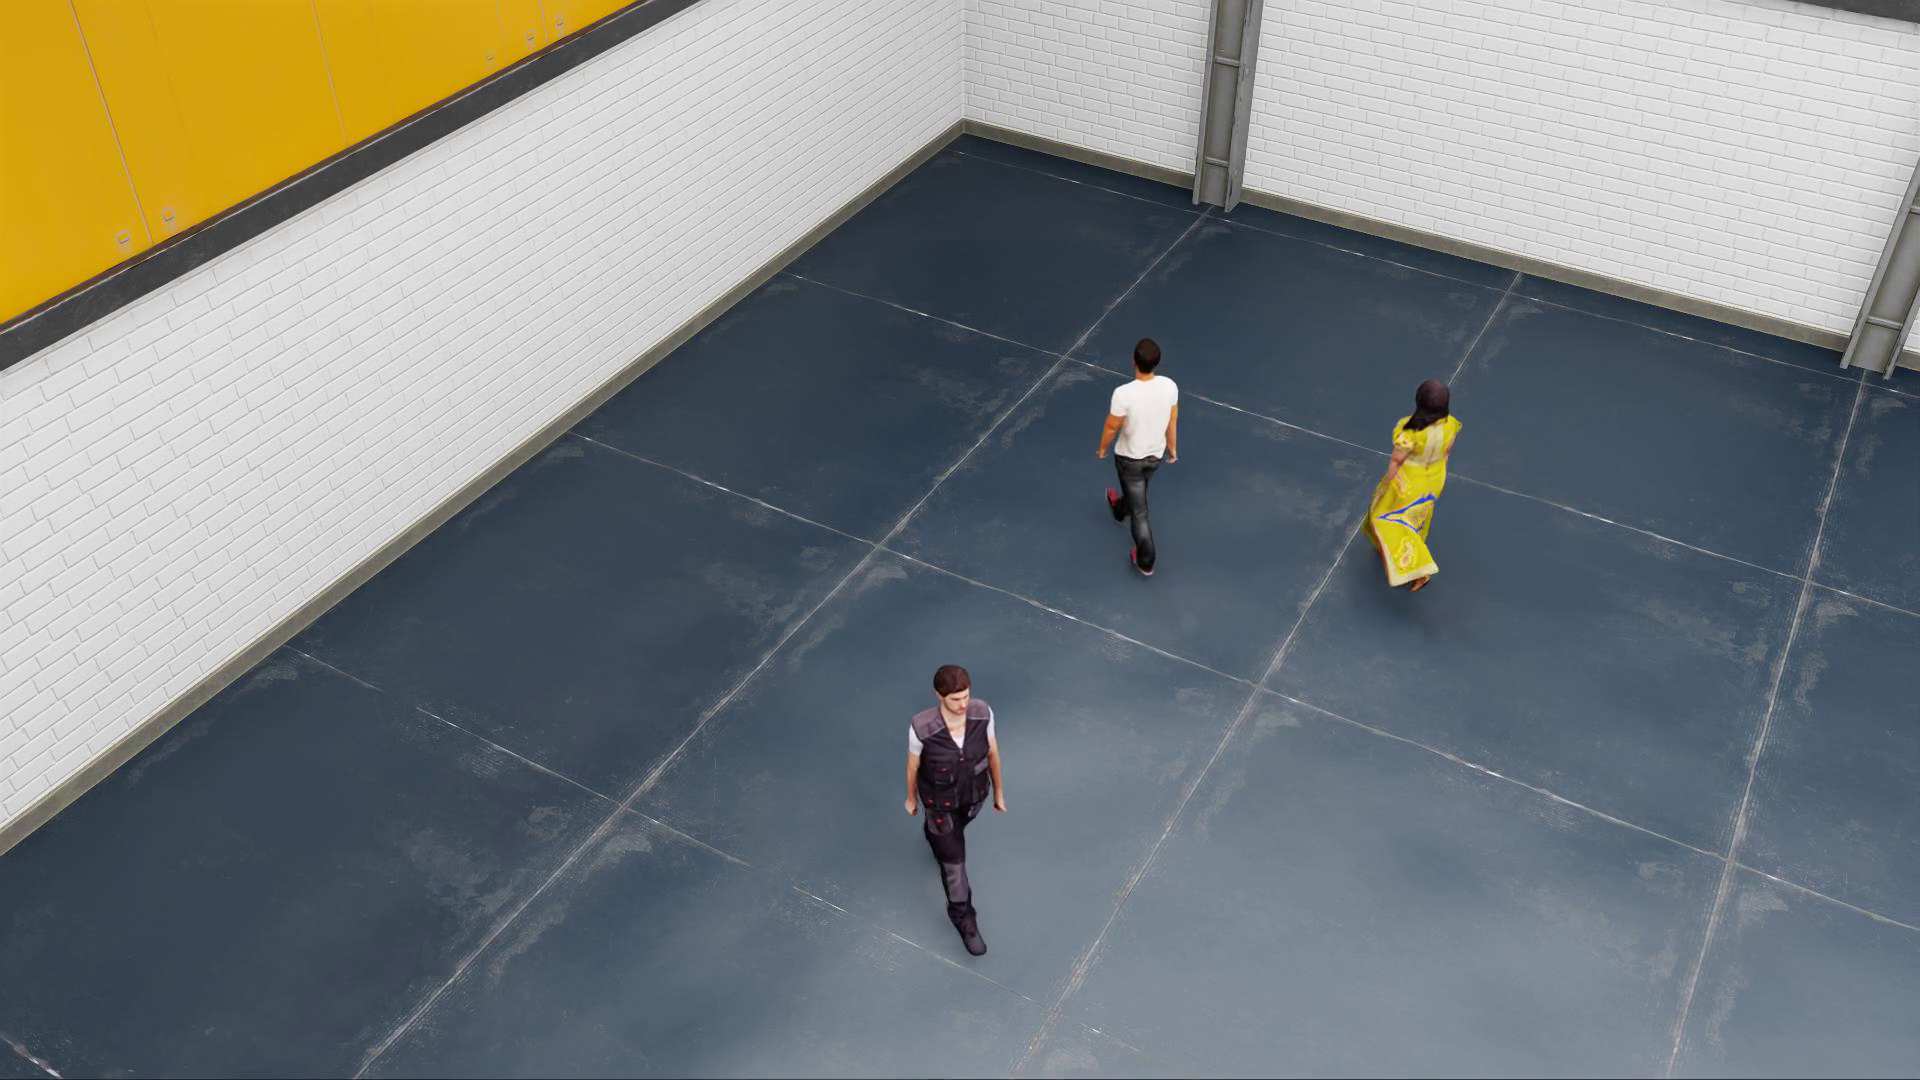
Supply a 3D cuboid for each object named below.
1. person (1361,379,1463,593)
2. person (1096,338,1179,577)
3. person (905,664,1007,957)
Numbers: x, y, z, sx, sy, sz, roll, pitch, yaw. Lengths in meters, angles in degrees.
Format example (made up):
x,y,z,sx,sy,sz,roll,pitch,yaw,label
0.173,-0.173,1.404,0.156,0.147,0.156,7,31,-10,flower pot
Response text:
x,y,z,sx,sy,sz,roll,pitch,yaw,label
3.158,-0.338,11.440,1.120,1.640,1.242,-16,41,-19,person
1.290,-0.541,11.593,1.072,1.765,1.202,-15,41,-17,person
-0.071,1.338,9.207,1.106,1.807,1.277,-17,41,-20,person
